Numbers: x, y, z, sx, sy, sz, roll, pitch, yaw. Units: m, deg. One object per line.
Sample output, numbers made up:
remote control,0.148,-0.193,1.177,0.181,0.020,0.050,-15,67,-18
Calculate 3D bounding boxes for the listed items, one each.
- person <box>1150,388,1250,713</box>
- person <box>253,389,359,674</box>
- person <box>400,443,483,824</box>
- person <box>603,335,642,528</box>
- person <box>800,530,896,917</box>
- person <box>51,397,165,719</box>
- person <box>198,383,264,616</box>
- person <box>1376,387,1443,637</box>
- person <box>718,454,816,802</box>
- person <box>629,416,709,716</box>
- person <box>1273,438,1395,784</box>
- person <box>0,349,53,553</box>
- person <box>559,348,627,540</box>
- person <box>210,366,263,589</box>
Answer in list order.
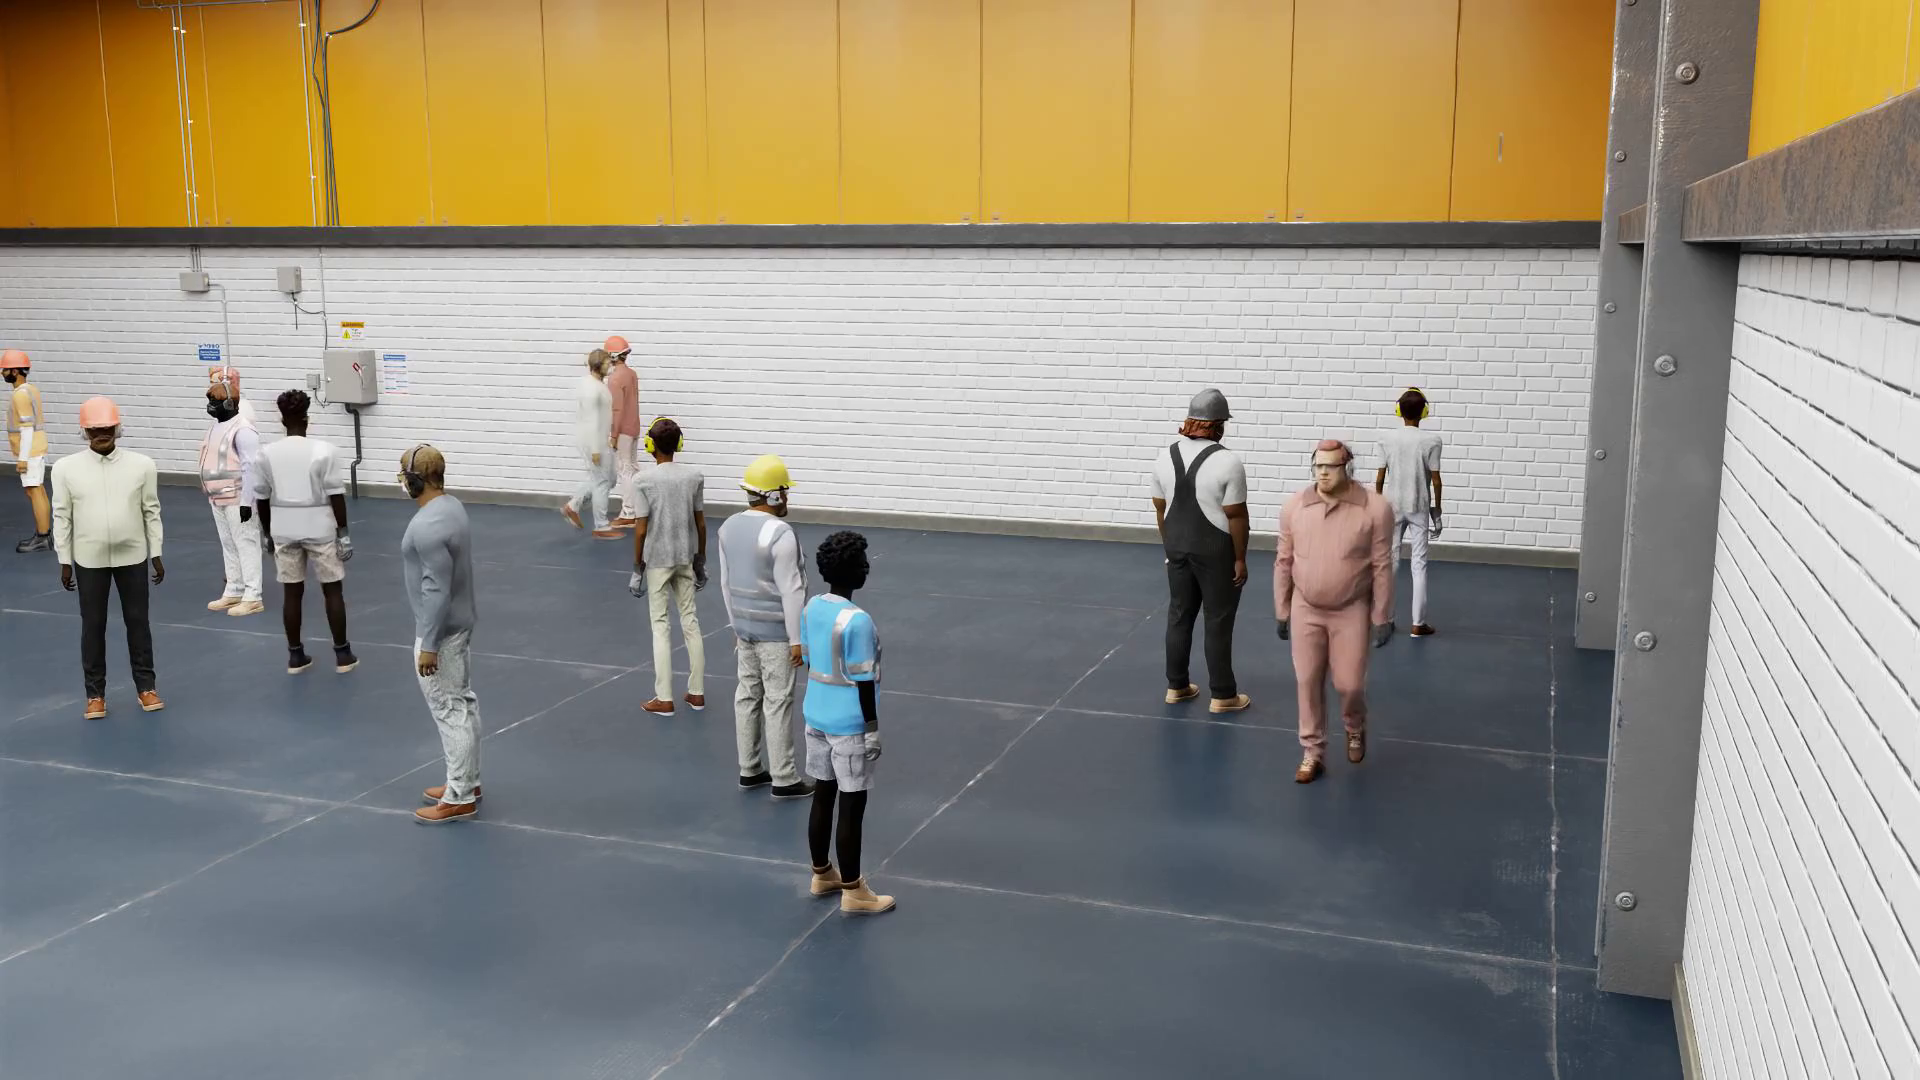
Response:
person,1.569,0.055,10.509,0.683,2.000,0.538,10,14,43
person,-4.466,-0.051,11.348,0.633,1.957,0.399,0,10,0
person,-2.638,0.472,8.456,0.359,1.936,0.632,-1,10,-6
person,-3.516,-1.123,17.273,0.393,1.995,0.612,1,10,8
person,-0.508,0.798,7.297,0.318,1.697,0.535,-7,12,-33
person,-5.287,0.104,10.362,0.612,1.995,0.382,-7,12,-33
person,-5.790,-0.324,13.208,0.622,1.845,0.429,9,14,42
person,3.361,-0.205,12.457,0.513,1.873,0.328,5,11,28
person,-1.005,0.461,8.804,0.403,1.835,0.586,-10,14,-44
person,-1.820,0.163,10.389,0.535,1.868,0.309,-7,12,-36
person,2.032,0.379,9.086,0.664,1.895,0.492,5,11,27
person,-8.921,-0.847,15.875,0.366,1.939,0.542,-4,11,-20
person,-3.659,-0.939,16.471,0.575,1.922,0.627,-1,10,-3
person,-6.190,-0.530,14.183,0.399,1.909,0.642,-4,11,-20
